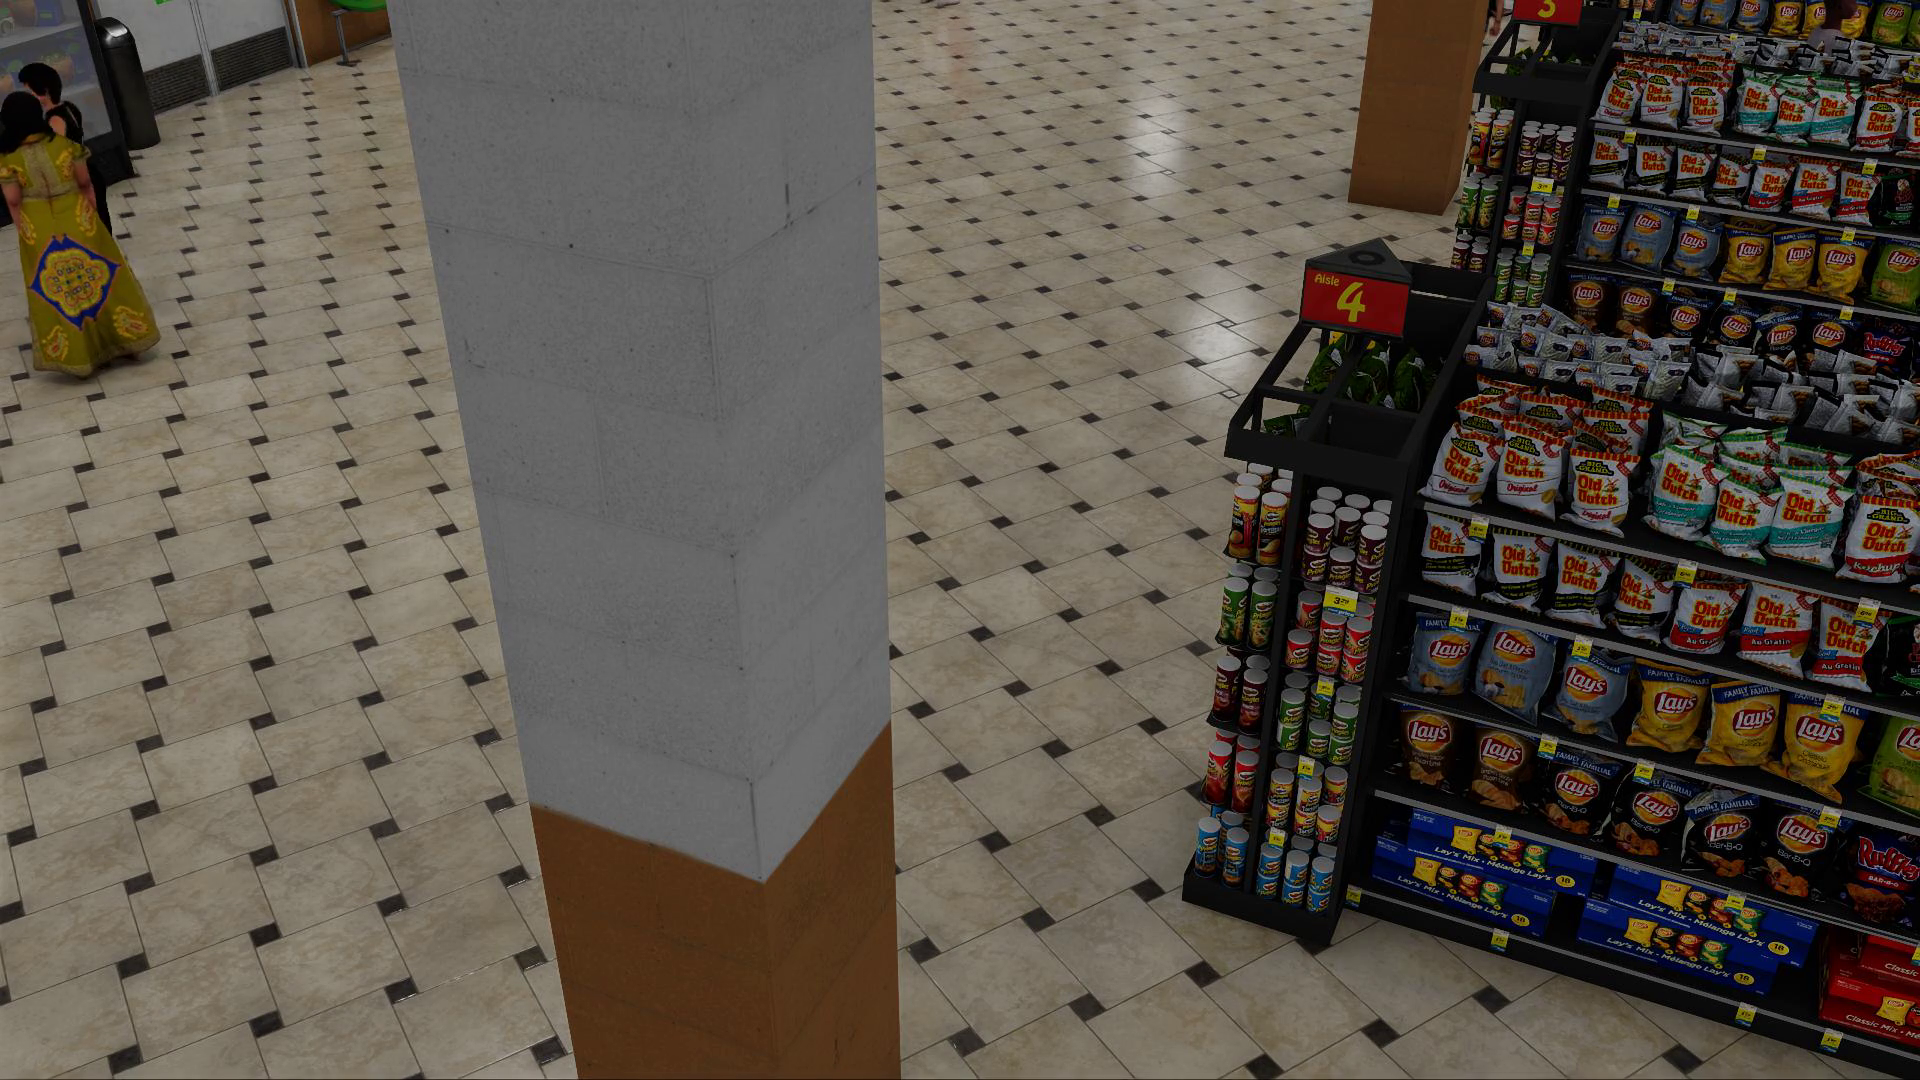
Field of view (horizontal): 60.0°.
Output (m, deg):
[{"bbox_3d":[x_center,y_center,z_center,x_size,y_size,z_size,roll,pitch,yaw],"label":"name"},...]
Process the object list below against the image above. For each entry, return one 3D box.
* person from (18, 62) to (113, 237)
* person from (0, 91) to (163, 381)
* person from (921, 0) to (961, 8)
[{"bbox_3d":[-5.318,-2.151,10.248,0.742,1.588,0.684,-10,33,-16],"label":"person"},{"bbox_3d":[-5.131,-1.737,9.523,1.024,1.650,1.015,-27,41,-36],"label":"person"},{"bbox_3d":[-0.245,-6.290,16.790,0.532,1.704,0.703,23,38,32],"label":"person"}]
